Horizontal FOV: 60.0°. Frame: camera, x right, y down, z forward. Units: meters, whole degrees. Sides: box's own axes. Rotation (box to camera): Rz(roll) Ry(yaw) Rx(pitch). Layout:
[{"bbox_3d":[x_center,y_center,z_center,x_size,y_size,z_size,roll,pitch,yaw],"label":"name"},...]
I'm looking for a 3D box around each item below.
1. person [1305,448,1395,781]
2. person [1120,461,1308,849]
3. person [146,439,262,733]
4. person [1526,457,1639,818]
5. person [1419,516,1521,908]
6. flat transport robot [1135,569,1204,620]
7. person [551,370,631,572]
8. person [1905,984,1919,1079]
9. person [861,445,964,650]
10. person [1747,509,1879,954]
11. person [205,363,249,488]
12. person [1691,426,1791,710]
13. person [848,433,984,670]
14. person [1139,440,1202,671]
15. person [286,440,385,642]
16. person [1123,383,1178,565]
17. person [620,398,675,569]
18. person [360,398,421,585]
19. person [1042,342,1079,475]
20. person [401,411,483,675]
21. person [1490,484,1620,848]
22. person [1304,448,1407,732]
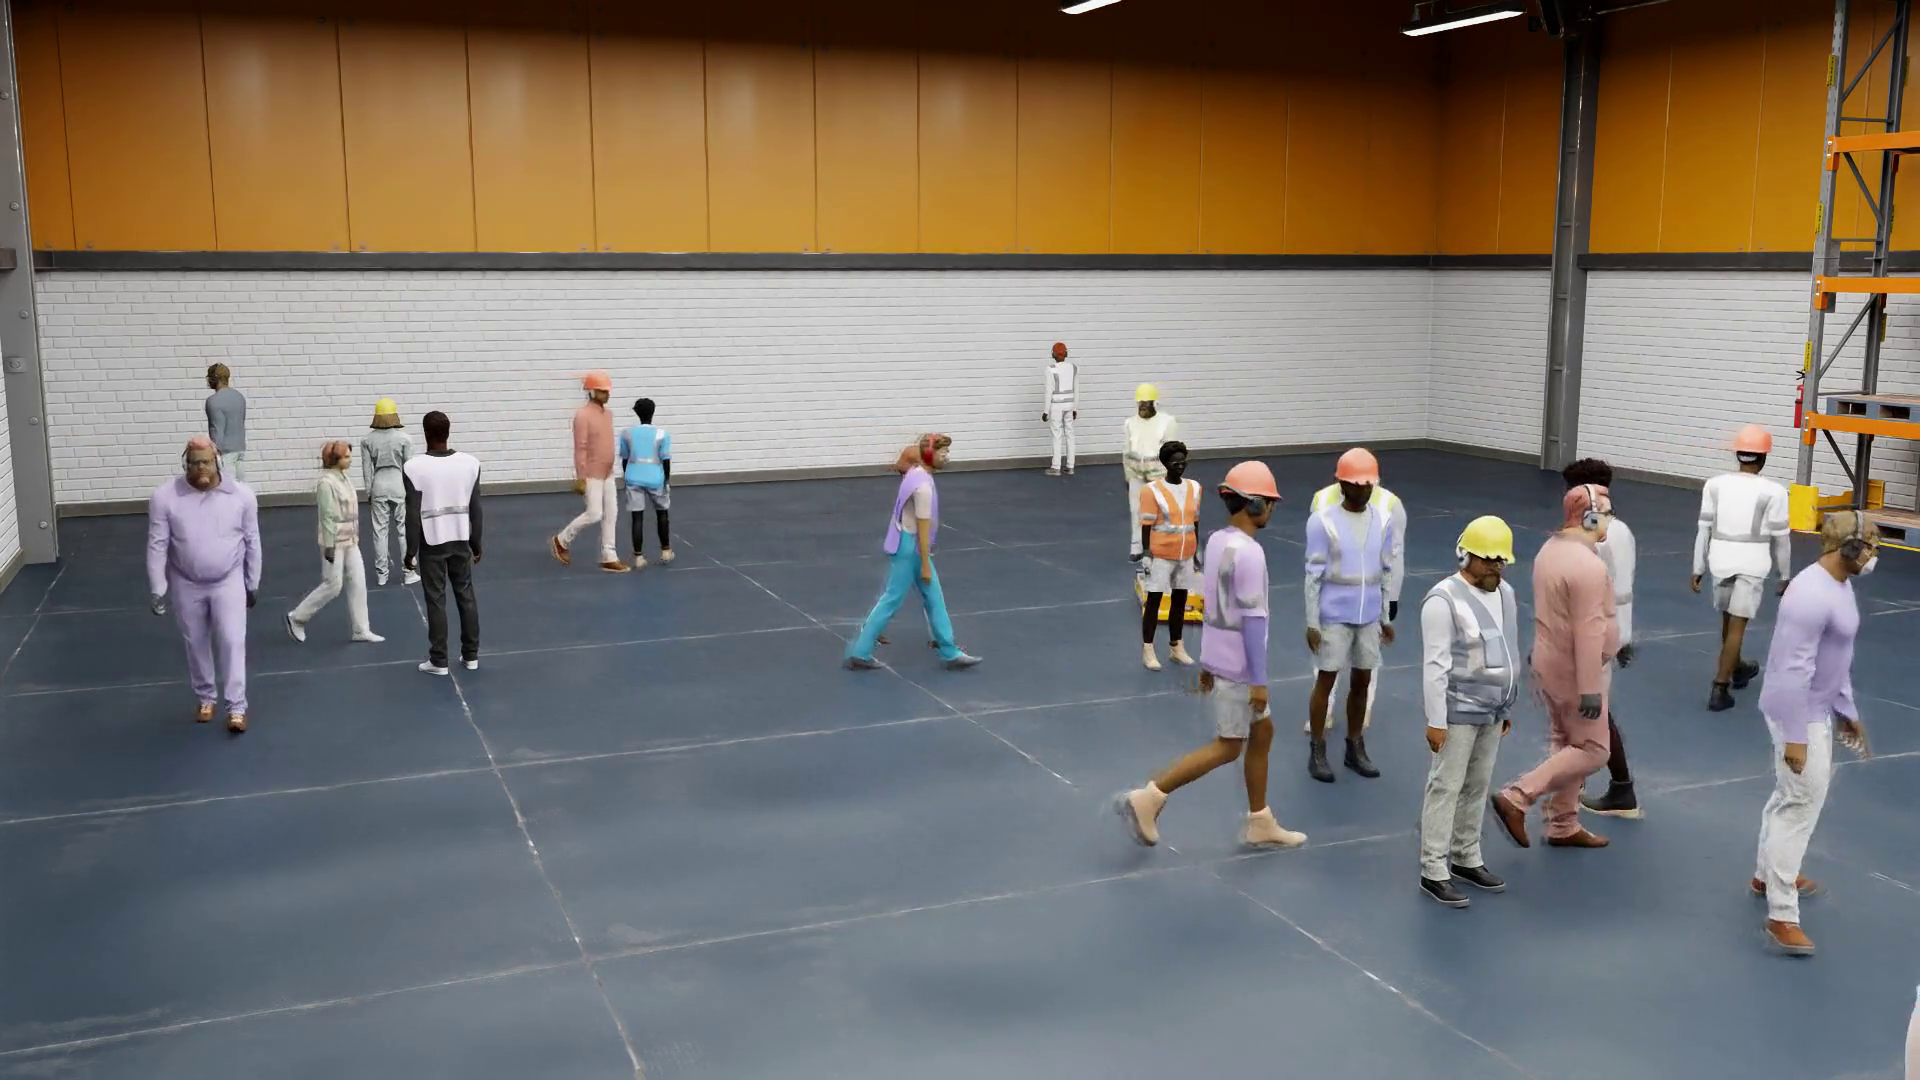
[{"bbox_3d":[2.249,0.429,9.560,0.551,1.933,0.381,-2,10,-14],"label":"person"},{"bbox_3d":[1.287,0.602,8.325,0.924,2.003,0.625,-1,9,-3],"label":"person"},{"bbox_3d":[-4.779,0.302,10.547,0.661,1.867,0.959,-4,10,-21],"label":"person"},{"bbox_3d":[3.446,0.528,9.043,0.677,1.934,0.624,7,12,38],"label":"person"},{"bbox_3d":[2.388,0.783,7.756,0.600,1.820,0.404,-7,12,-38],"label":"person"},{"bbox_3d":[1.879,0.463,14.383,0.652,0.197,1.431,0,9,3],"label":"flat transport robot"},{"bbox_3d":[-3.575,-0.658,16.049,0.698,1.975,0.621,3,10,18],"label":"person"},{"bbox_3d":[2.652,1.389,4.023,0.646,1.858,0.994,0,9,0],"label":"person"},{"bbox_3d":[-0.398,0.052,12.864,0.809,1.605,0.504,1,9,5],"label":"person"},{"bbox_3d":[3.772,0.807,7.374,0.419,1.905,0.935,6,11,32],"label":"person"},{"bbox_3d":[-7.784,-0.912,17.676,0.352,1.937,0.635,1,9,3],"label":"person"},{"bbox_3d":[5.330,0.168,11.296,1.008,1.878,0.569,-8,13,-42],"label":"person"},{"bbox_3d":[-0.359,0.099,12.094,0.981,1.777,0.574,1,9,3],"label":"person"},{"bbox_3d":[1.551,0.109,12.220,0.540,1.695,0.317,-5,11,-27],"label":"person"},{"bbox_3d":[-4.908,0.020,12.985,0.664,1.616,0.528,1,9,3],"label":"person"},{"bbox_3d":[1.917,-0.680,16.676,0.598,1.809,0.737,4,10,25],"label":"person"},{"bbox_3d":[-3.082,-0.570,16.434,0.539,1.659,0.719,0,9,2],"label":"person"},{"bbox_3d":[-5.292,-0.451,15.472,0.486,1.744,0.293,-1,9,-6],"label":"person"},{"bbox_3d":[1.425,-1.854,23.545,0.573,1.886,0.353,-6,11,-31],"label":"person"},{"bbox_3d":[-3.745,0.033,12.088,0.600,1.892,0.376,-9,13,-42],"label":"person"},{"bbox_3d":[3.010,0.655,8.325,0.553,1.886,0.661,1,9,4],"label":"person"},{"bbox_3d":[2.467,0.334,10.490,0.653,1.812,0.729,5,11,27],"label":"person"}]
